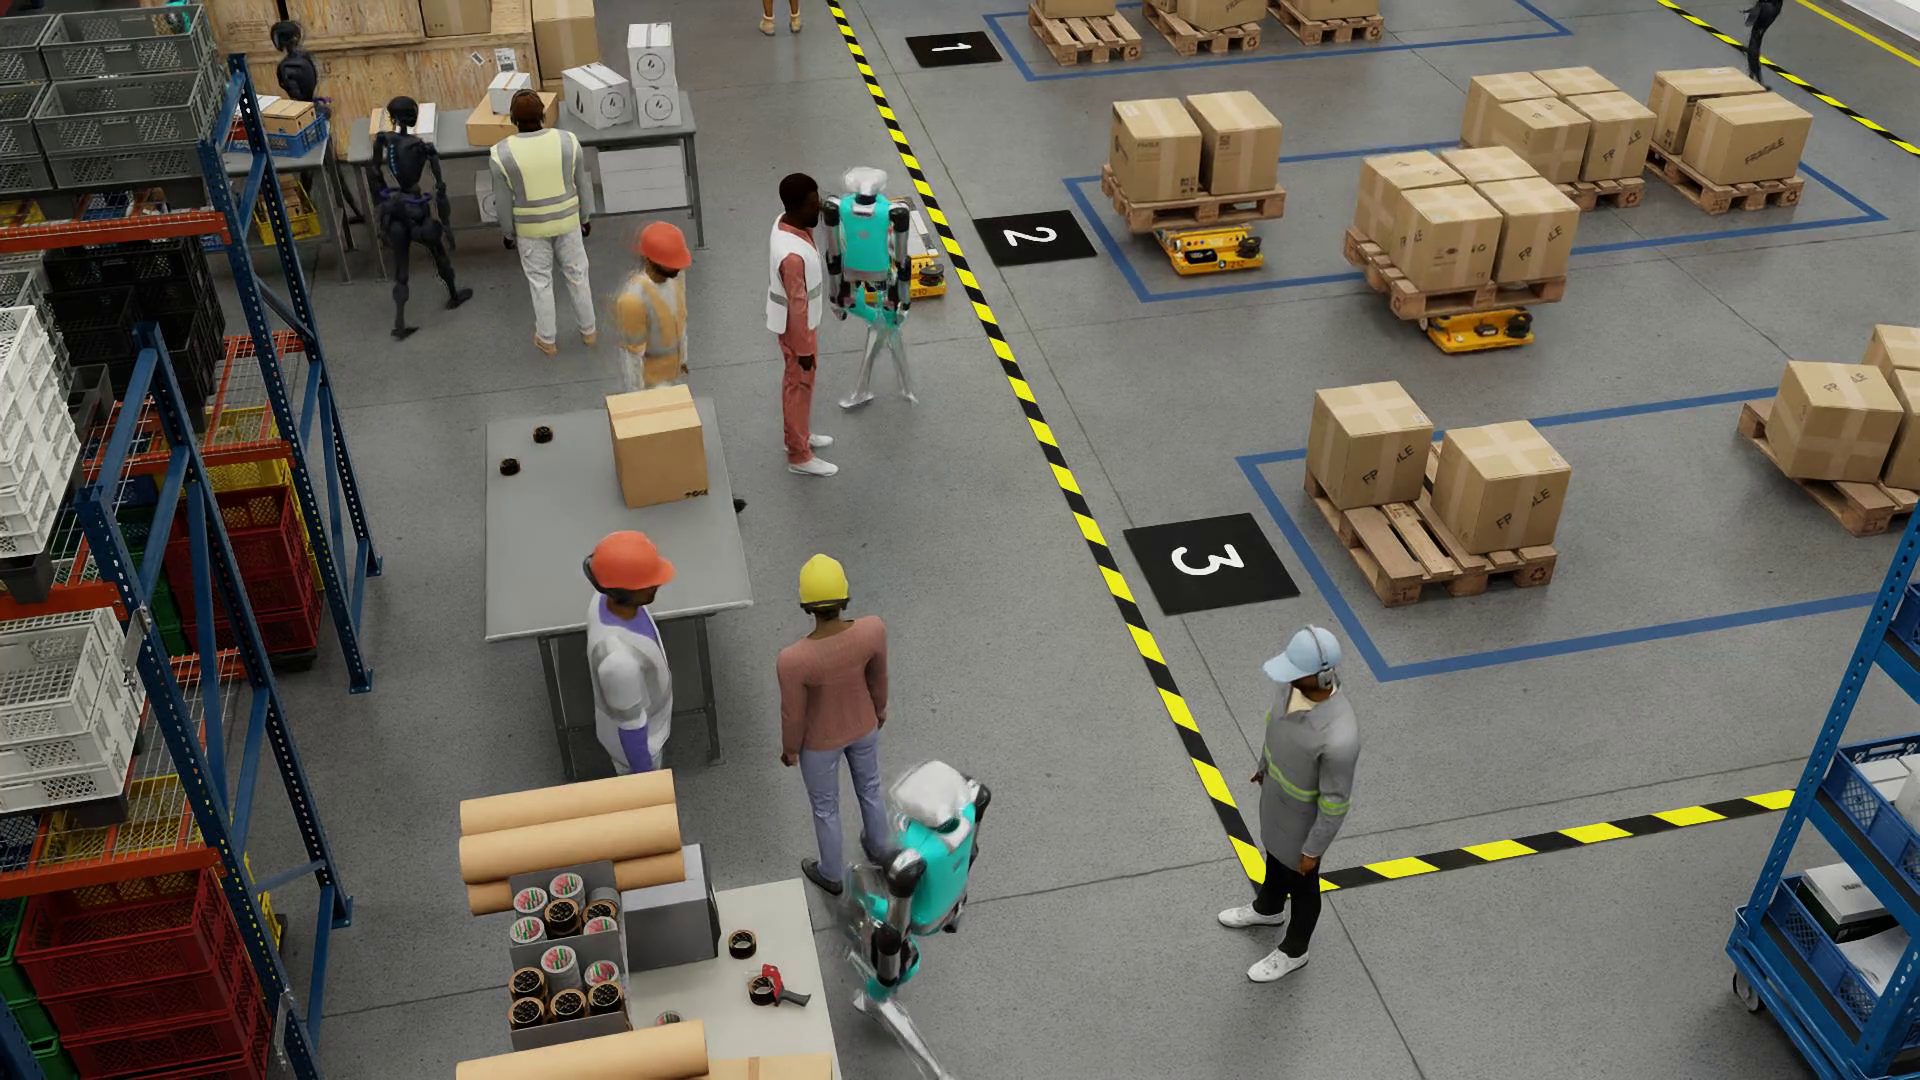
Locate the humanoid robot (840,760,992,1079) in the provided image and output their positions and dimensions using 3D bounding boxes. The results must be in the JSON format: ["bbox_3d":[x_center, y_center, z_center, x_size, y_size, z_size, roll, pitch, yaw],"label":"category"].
[{"bbox_3d":[-0.275,1.442,6.382,0.986,1.737,0.543,23,42,27],"label":"humanoid robot"}]

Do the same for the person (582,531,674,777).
[{"bbox_3d":[-1.327,0.793,7.017,0.400,2.035,0.599,-7,37,-9],"label":"person"}]

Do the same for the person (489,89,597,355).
[{"bbox_3d":[-2.753,-2.103,11.062,0.621,1.844,0.429,-16,39,-20],"label":"person"}]

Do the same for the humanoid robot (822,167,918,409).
[{"bbox_3d":[-0.528,-1.596,10.466,0.539,1.769,0.779,5,37,7],"label":"humanoid robot"}]

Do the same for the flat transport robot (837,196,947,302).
[{"bbox_3d":[-0.570,-2.220,12.538,0.659,0.231,1.431,-8,37,-10],"label":"flat transport robot"}]

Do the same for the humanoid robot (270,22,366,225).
[{"bbox_3d":[-4.959,-3.103,12.552,0.657,1.637,0.584,-8,37,-11],"label":"humanoid robot"}]

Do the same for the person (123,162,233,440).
[{"bbox_3d":[-4.844,-1.473,10.230,0.361,1.831,0.500,-16,39,-20],"label":"person"}]

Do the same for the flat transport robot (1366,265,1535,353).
[{"bbox_3d":[3.491,-1.799,11.948,0.652,0.197,1.431,-8,37,-10],"label":"flat transport robot"}]

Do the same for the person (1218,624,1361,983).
[{"bbox_3d":[1.344,1.069,6.792,0.392,1.850,0.587,-8,37,-11],"label":"person"}]

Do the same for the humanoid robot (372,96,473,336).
[{"bbox_3d":[-3.782,-2.230,11.422,0.616,1.626,0.791,13,38,16],"label":"humanoid robot"}]

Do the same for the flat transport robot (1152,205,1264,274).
[{"bbox_3d":[1.791,-2.495,12.884,0.652,0.197,1.431,-8,37,-10],"label":"flat transport robot"}]

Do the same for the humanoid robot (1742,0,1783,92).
[{"bbox_3d":[7.253,-4.815,14.845,0.466,1.637,0.598,20,41,25],"label":"humanoid robot"}]

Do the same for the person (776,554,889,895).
[{"bbox_3d":[-0.548,0.808,7.213,0.531,1.765,0.321,-22,42,-27],"label":"person"}]

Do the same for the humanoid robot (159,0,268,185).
[{"bbox_3d":[-5.726,-3.540,13.105,0.835,1.794,0.542,-8,37,-10],"label":"humanoid robot"}]

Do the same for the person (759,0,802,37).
[{"bbox_3d":[-1.799,-5.893,15.991,0.614,2.039,0.375,-10,38,-13],"label":"person"}]

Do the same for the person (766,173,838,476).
[{"bbox_3d":[-0.967,-1.281,9.894,0.371,1.916,0.596,-5,37,-6],"label":"person"}]

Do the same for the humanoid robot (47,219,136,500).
[{"bbox_3d":[-5.135,-0.986,9.648,0.672,1.806,0.531,-16,40,-20],"label":"humanoid robot"}]

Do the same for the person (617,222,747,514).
[{"bbox_3d":[-1.739,-1.008,9.577,0.968,1.887,0.551,14,39,19],"label":"person"}]
